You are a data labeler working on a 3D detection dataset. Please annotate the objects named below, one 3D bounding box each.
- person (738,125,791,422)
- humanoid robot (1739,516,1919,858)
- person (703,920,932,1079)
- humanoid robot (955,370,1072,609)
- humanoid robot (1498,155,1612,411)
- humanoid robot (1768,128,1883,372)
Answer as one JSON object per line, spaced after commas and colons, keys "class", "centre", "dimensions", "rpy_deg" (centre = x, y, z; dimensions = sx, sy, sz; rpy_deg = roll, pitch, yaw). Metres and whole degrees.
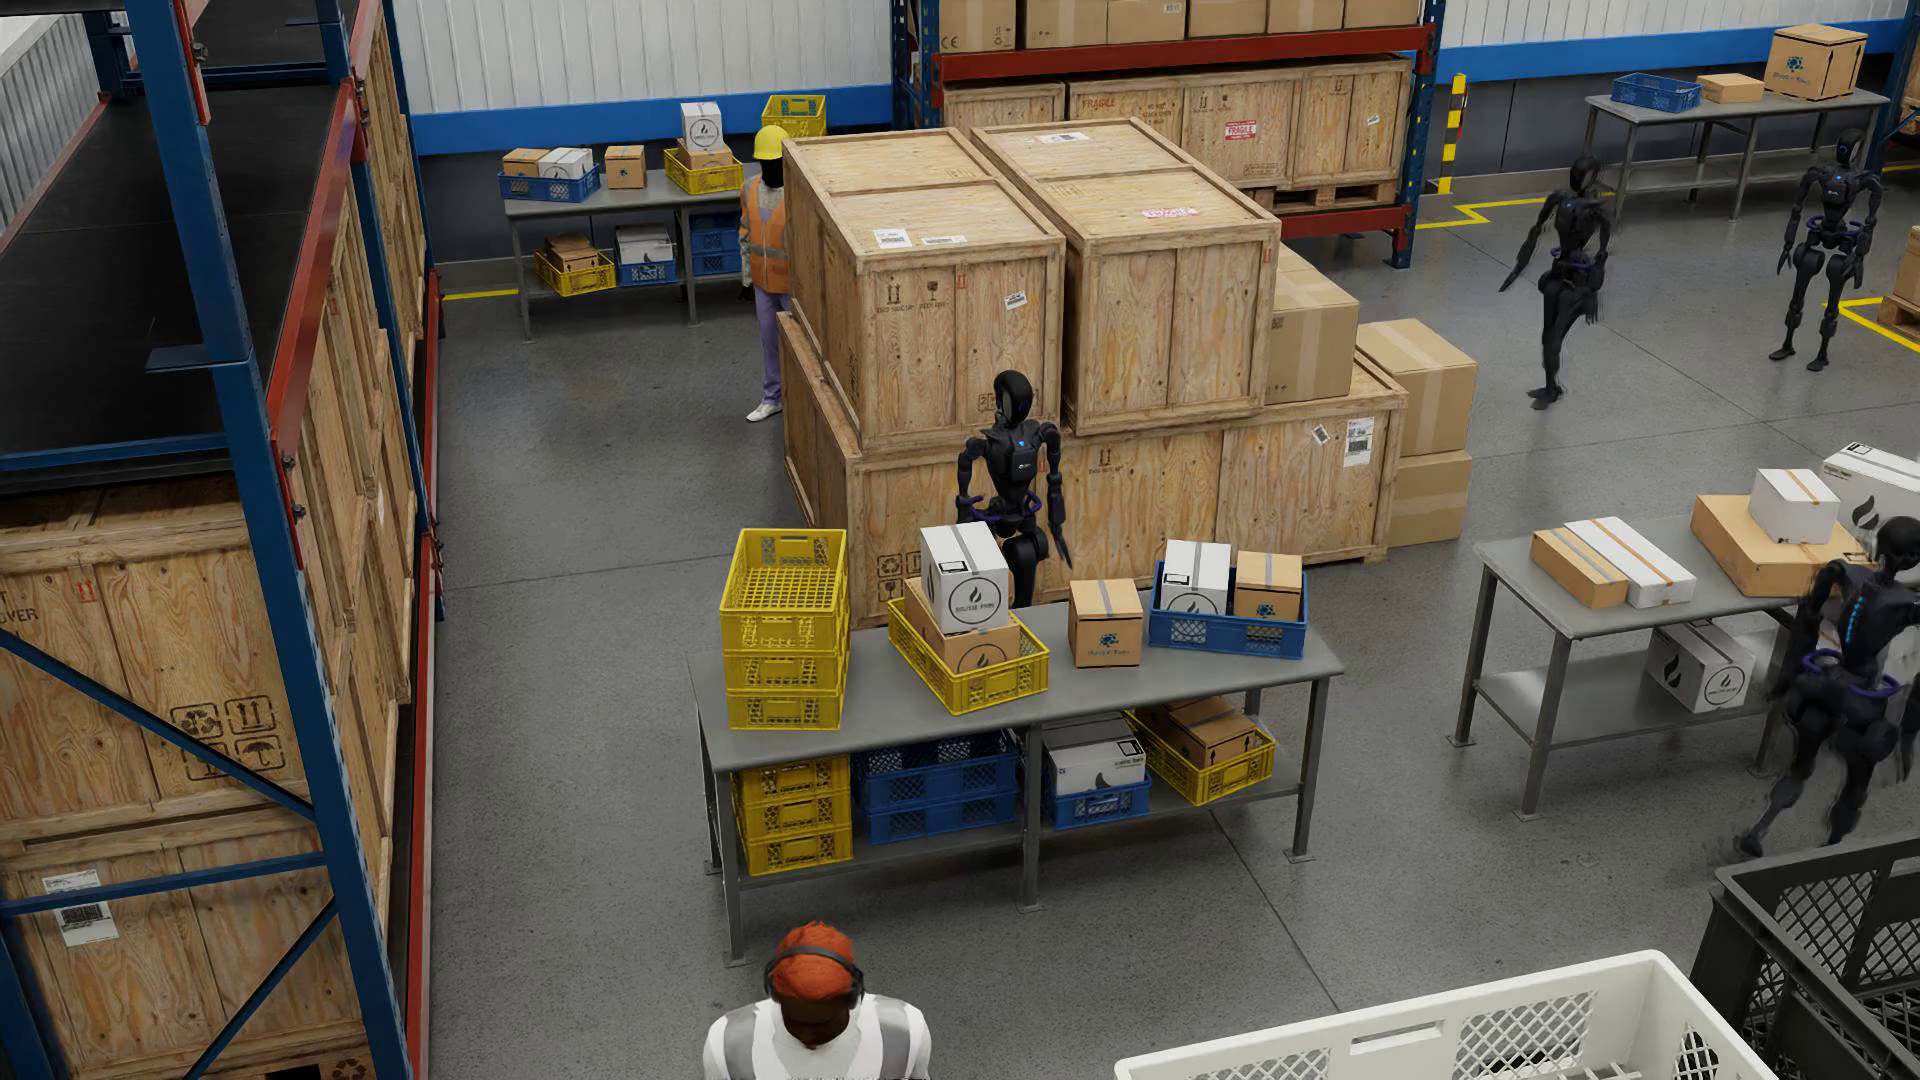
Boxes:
{"class": "person", "centre": [-1.119, -1.615, 10.326], "dimensions": [0.592, 1.929, 0.350], "rpy_deg": [16, 32, 26]}
{"class": "humanoid robot", "centre": [3.453, 0.629, 6.512], "dimensions": [0.452, 1.639, 0.625], "rpy_deg": [-16, 32, -26]}
{"class": "person", "centre": [-0.350, 1.717, 4.325], "dimensions": [0.572, 1.885, 0.358], "rpy_deg": [-4, 29, -7]}
{"class": "humanoid robot", "centre": [0.228, 0.000, 7.643], "dimensions": [0.587, 1.656, 0.326], "rpy_deg": [-15, 32, -25]}
{"class": "humanoid robot", "centre": [3.819, -1.657, 10.661], "dimensions": [0.509, 1.643, 0.610], "rpy_deg": [-10, 30, -18]}
{"class": "humanoid robot", "centre": [5.832, -1.950, 11.196], "dimensions": [0.563, 1.650, 0.357], "rpy_deg": [25, 37, 37]}
